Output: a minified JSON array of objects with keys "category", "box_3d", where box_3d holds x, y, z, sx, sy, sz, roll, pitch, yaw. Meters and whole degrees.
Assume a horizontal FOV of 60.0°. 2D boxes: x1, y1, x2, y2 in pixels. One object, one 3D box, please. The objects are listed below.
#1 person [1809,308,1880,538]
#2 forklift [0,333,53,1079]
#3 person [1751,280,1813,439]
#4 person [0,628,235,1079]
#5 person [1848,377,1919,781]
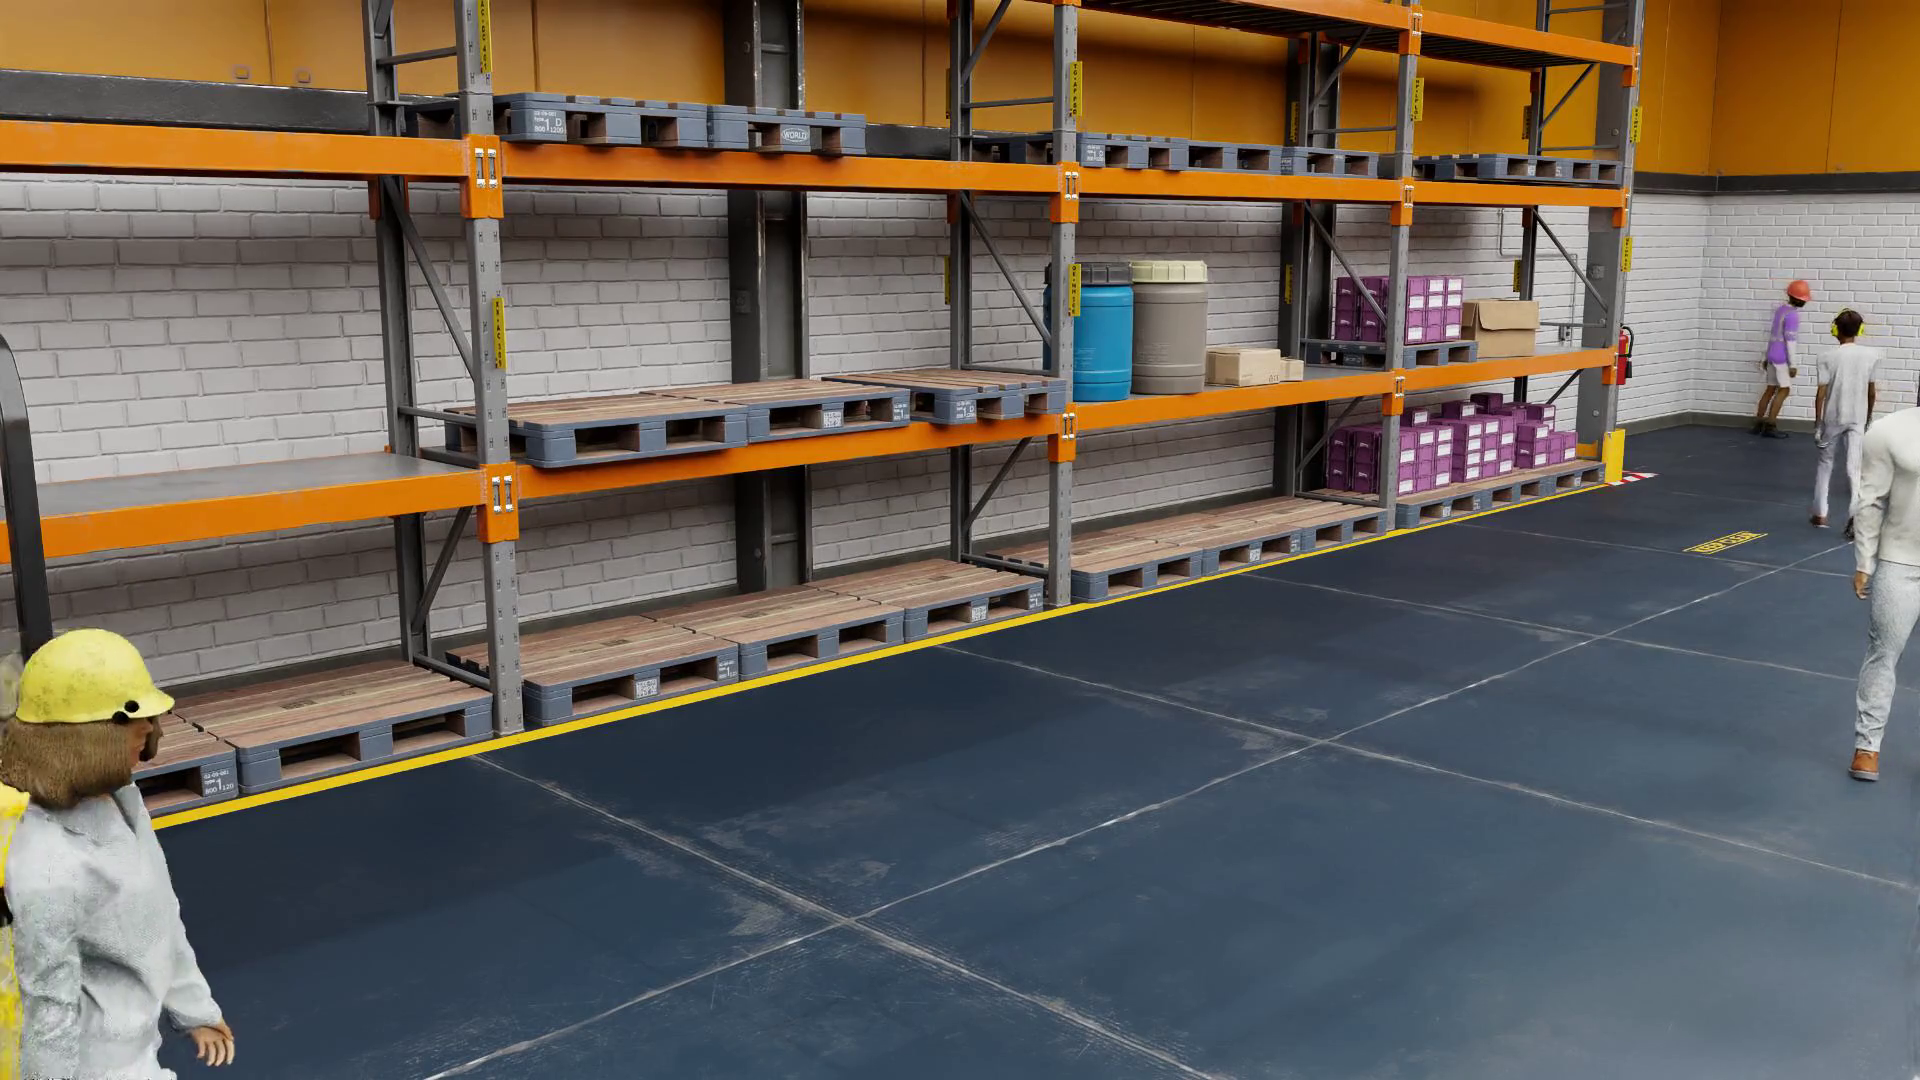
[{"category":"person","box_3d":[7.155,-0.953,13.434,0.512,1.836,0.957,2,11,13]},{"category":"forklift","box_3d":[-3.289,0.485,4.582,1.214,2.155,2.313,-10,14,-44]},{"category":"person","box_3d":[9.784,-2.157,19.836,0.471,1.884,0.723,2,10,8]},{"category":"person","box_3d":[-1.638,0.991,3.149,0.881,1.703,0.486,-3,11,-17]},{"category":"person","box_3d":[4.249,0.118,7.278,0.628,1.939,0.375,4,11,21]}]
